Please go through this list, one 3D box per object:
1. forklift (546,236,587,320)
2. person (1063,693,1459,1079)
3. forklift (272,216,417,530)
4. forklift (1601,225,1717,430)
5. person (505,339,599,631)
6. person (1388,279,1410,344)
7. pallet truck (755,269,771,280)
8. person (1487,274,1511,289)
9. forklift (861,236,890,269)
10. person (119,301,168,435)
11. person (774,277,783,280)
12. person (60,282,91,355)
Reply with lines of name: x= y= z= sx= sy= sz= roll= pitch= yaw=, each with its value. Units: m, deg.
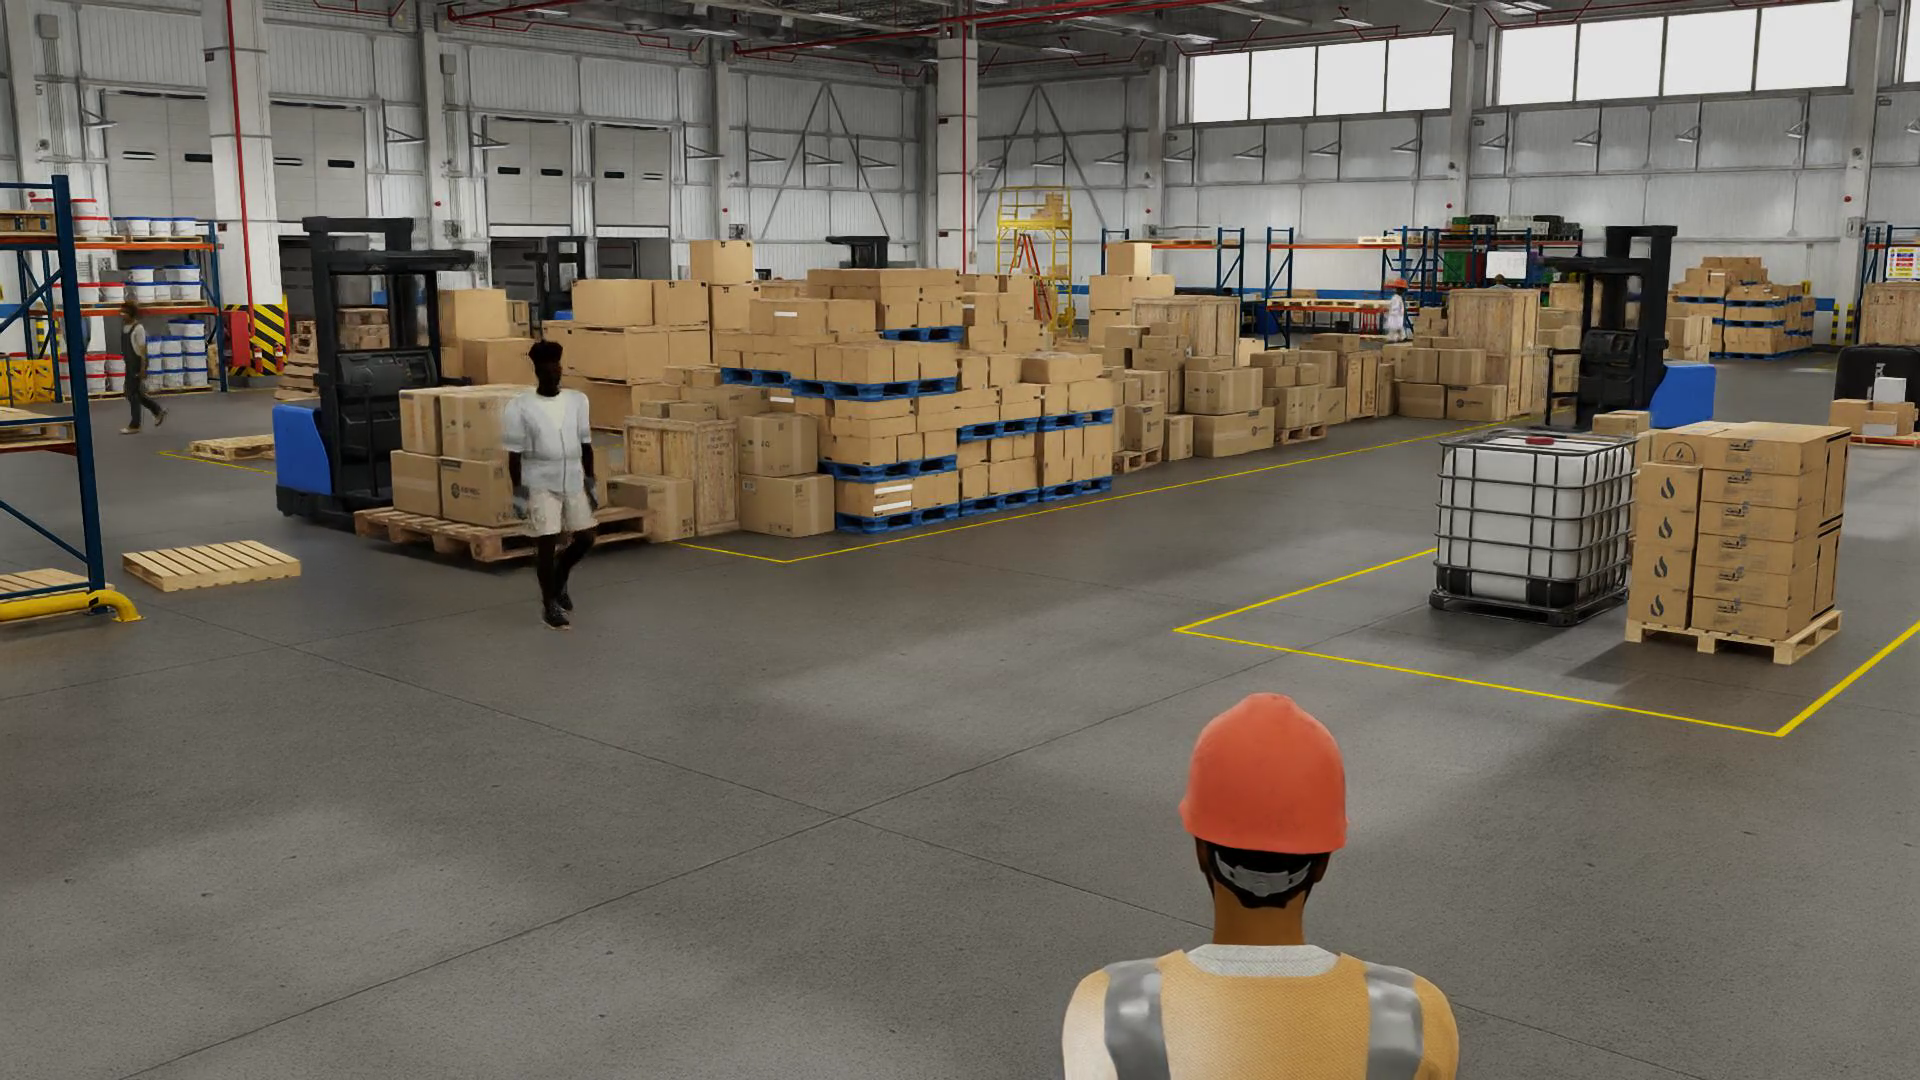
forklift: x=-9.174 y=-5.727 z=38.997 sx=1.873 sy=2.768 sz=1.129 roll=8 pitch=13 yaw=40
person: x=0.414 y=1.171 z=2.404 sx=0.545 sy=1.938 sz=0.355 roll=0 pitch=10 yaw=2
forklift: x=-5.478 y=-1.576 z=15.367 sx=1.873 sy=2.768 sz=1.129 roll=8 pitch=13 yaw=40
forklift: x=8.538 y=-2.577 z=21.063 sx=1.873 sy=2.768 sz=1.129 roll=-3 pitch=10 yaw=-18
person: x=-2.726 y=-0.372 z=11.153 sx=0.639 sy=1.948 sz=0.463 roll=-8 pitch=13 yaw=-40
person: x=9.174 y=-4.457 z=34.511 sx=0.788 sy=1.907 sz=0.582 roll=5 pitch=11 yaw=25
pallet truck: x=-4.996 y=-6.432 z=45.525 sx=1.885 sy=1.965 sz=0.823 roll=-6 pitch=12 yaw=-32
person: x=12.832 y=-5.377 z=39.684 sx=0.635 sy=1.937 sz=0.354 roll=1 pitch=10 yaw=3
forklift: x=-1.968 y=-5.724 z=38.983 sx=1.873 sy=2.768 sz=1.129 roll=-5 pitch=11 yaw=-28
person: x=-11.309 y=-2.374 z=22.889 sx=0.612 sy=1.833 sz=0.524 roll=-10 pitch=14 yaw=-44
person: x=-4.130 y=-5.093 z=38.229 sx=0.349 sy=1.882 sz=0.577 roll=1 pitch=10 yaw=8
person: x=-17.266 y=-4.099 z=32.503 sx=0.546 sy=1.906 sz=0.827 roll=-3 pitch=11 yaw=-19
